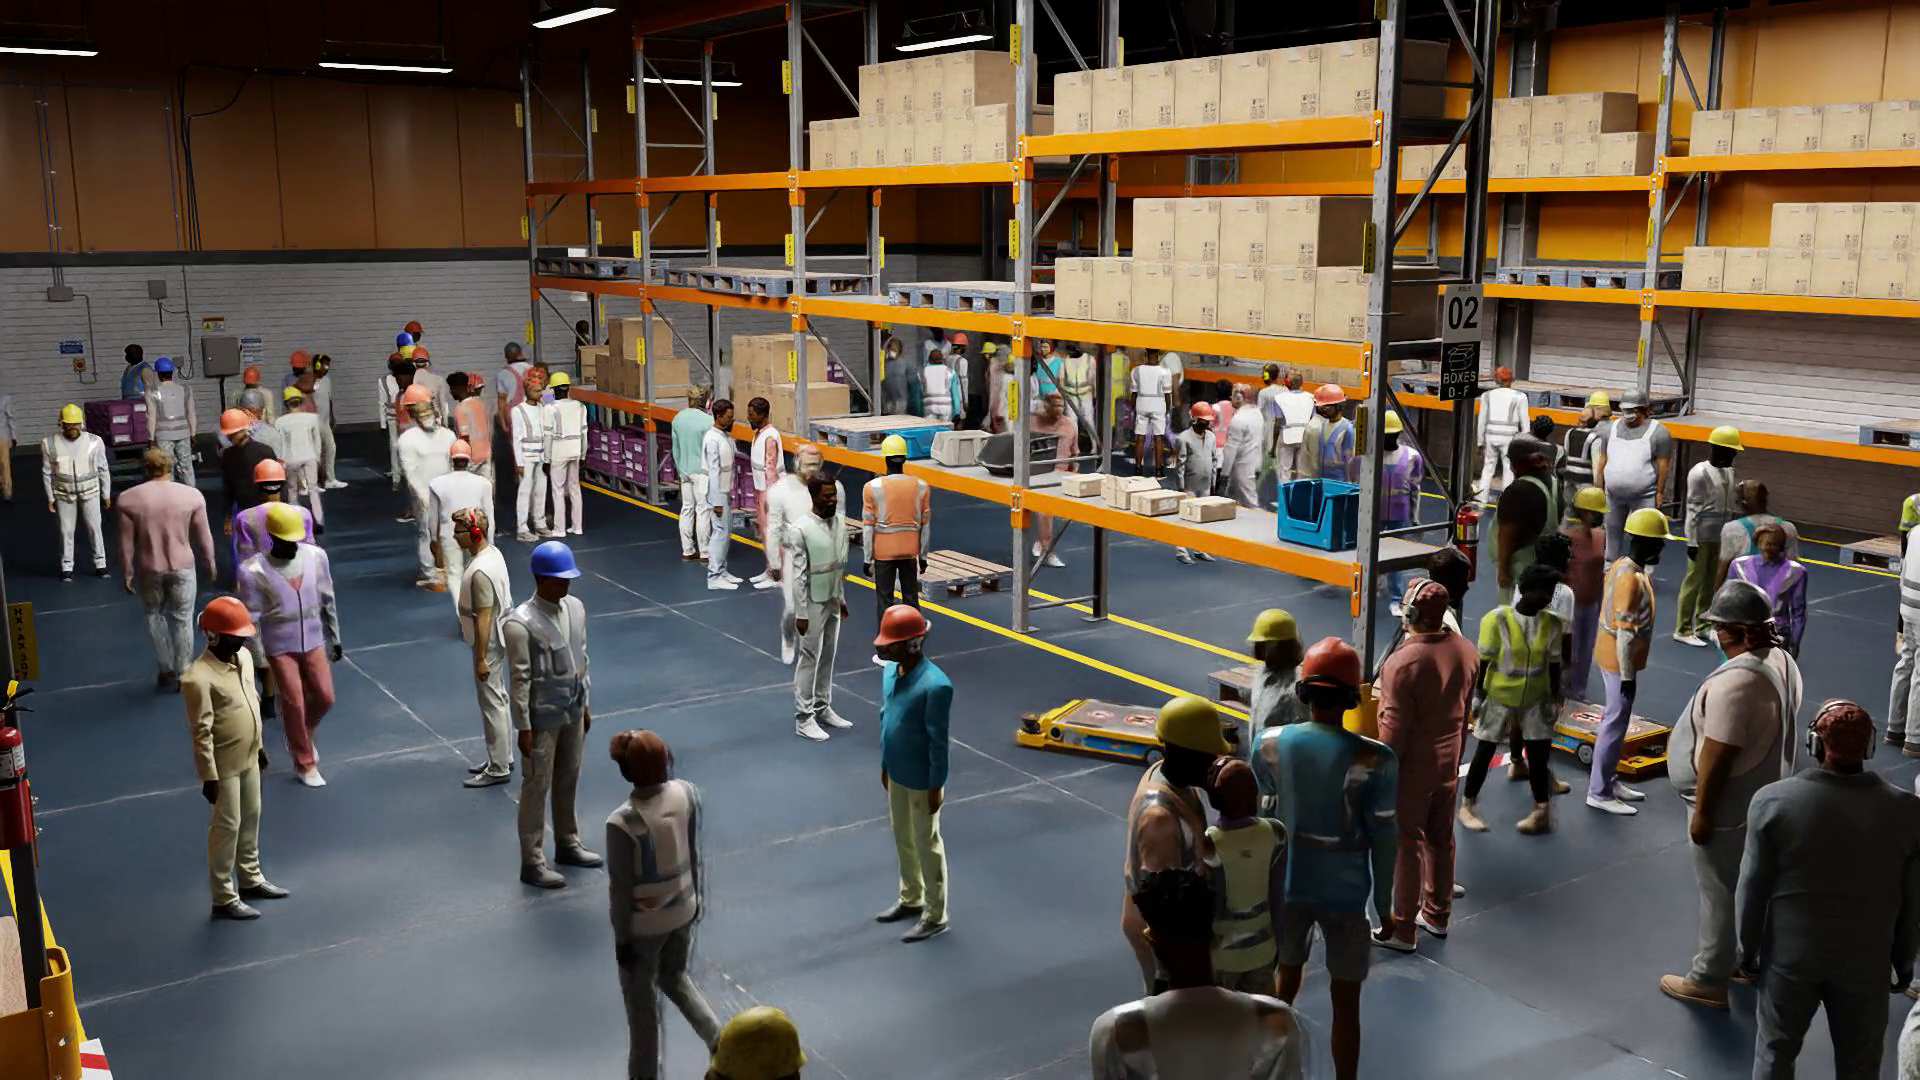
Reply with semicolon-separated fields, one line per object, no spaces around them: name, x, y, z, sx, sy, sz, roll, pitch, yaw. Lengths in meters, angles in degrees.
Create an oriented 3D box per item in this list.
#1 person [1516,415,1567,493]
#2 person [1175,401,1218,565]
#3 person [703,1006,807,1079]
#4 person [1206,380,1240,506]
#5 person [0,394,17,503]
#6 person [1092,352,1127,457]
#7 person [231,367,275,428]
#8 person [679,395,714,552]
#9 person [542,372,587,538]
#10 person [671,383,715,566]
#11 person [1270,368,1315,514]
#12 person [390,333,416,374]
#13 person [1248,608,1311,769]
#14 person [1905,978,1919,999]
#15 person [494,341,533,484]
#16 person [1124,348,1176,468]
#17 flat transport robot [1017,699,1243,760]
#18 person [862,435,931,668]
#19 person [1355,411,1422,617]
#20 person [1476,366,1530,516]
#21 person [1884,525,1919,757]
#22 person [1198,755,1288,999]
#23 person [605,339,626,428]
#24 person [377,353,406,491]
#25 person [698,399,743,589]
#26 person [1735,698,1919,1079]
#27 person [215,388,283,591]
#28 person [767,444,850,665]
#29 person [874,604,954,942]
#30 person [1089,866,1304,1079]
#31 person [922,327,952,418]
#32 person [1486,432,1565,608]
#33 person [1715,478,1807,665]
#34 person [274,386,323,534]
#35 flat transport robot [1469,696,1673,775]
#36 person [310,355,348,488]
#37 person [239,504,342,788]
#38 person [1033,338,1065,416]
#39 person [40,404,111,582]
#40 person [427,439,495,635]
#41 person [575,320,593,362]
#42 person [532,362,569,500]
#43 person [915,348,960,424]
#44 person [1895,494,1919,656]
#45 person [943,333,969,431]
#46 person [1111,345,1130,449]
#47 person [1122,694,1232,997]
person;5.878;-0.424;16.904;0.540;1.695;0.317;0;11;-2
person;2.535;-0.609;17.728;0.567;1.744;0.350;-7;13;-33
person;-0.530;2.024;4.291;0.492;1.731;0.324;6;13;28
person;3.314;-1.196;20.968;0.536;1.652;0.859;-8;14;-37
person;-12.549;-1.333;21.547;0.584;1.700;0.914;-6;13;-28
person;2.292;-2.240;25.683;0.666;1.894;0.682;-9;14;-38
person;-9.329;-1.421;21.953;0.570;1.717;0.577;-1;11;-7
person;-2.792;-0.711;18.032;0.561;1.833;0.373;-5;12;-25
person;-4.572;-0.981;19.214;0.400;1.910;0.603;9;14;38
person;-2.791;-0.695;17.672;0.629;1.940;0.378;9;14;40
person;4.087;-1.172;20.361;0.571;1.840;0.374;-4;12;-18
person;-8.419;-2.170;25.224;0.414;1.935;0.608;-2;11;-12
person;1.611;1.196;8.511;0.329;1.740;0.494;-4;12;-20
person;4.738;1.206;7.804;0.623;1.989;0.400;-9;14;-39
person;-5.988;-1.745;22.783;0.697;2.000;0.828;-7;13;-31
person;2.888;-1.948;24.408;0.977;1.816;0.552;1;11;3
flat transport robot;1.178;1.334;11.565;1.431;0.197;0.652;6;13;27
person;-0.531;0.095;13.697;0.581;1.919;0.396;-5;12;-23
person;3.945;-0.239;15.369;0.593;1.925;0.379;2;11;9
person;6.661;-1.200;20.411;0.654;1.879;0.358;10;15;40
person;6.666;0.549;11.447;0.338;1.881;0.582;1;11;5
person;1.054;1.642;6.522;0.516;1.631;0.314;-5;12;-25
person;-5.882;-2.589;28.146;0.498;1.634;0.279;-4;12;-18
person;-7.518;-1.585;22.400;0.577;1.877;0.341;-3;11;-15
person;-2.398;-0.454;16.533;0.391;1.905;0.599;0;11;2
person;3.303;1.539;6.356;0.648;1.900;0.400;4;12;22
person;-7.051;-0.558;16.707;0.702;2.000;1.015;1;11;4
person;-1.220;0.153;13.477;0.649;1.886;0.444;-4;12;-19
person;-0.263;1.181;8.581;0.349;1.740;0.575;-7;13;-33
person;0.685;1.885;4.553;0.661;1.925;0.757;0;11;-2
person;-0.426;-2.870;28.961;0.598;1.888;0.947;-5;12;-24
person;4.543;0.132;13.177;0.693;2.000;0.766;-11;15;-43
person;5.804;0.474;12.005;0.672;1.821;0.461;2;11;12
person;-7.707;-0.937;19.456;0.524;1.728;0.878;-7;13;-32
flat transport robot;4.327;1.314;11.668;0.652;0.197;1.431;-7;13;-32
person;-8.658;-1.569;22.392;0.426;1.844;0.662;5;12;24
person;-4.316;0.677;10.765;0.578;1.888;0.640;10;15;42
person;1.343;-2.174;25.479;0.565;1.846;0.390;7;13;34
person;-8.947;-0.474;16.872;0.609;1.821;0.415;-6;13;-28
person;-4.438;-0.036;14.848;0.569;1.726;0.741;-6;13;-28
person;-6.380;-2.798;28.461;0.365;1.933;0.629;3;11;15
person;-5.346;-1.417;21.670;0.555;1.813;0.591;2;11;10
person;-0.334;-1.857;24.014;0.658;1.799;0.853;1;11;4
person;8.151;0.159;13.944;0.535;1.691;0.320;3;11;15
person;-0.027;-2.176;25.280;0.388;1.930;0.544;-7;13;-34
person;2.517;-2.359;26.459;0.339;1.834;0.523;-8;13;-34
person;0.833;1.511;6.457;0.399;1.913;0.591;3;11;14
